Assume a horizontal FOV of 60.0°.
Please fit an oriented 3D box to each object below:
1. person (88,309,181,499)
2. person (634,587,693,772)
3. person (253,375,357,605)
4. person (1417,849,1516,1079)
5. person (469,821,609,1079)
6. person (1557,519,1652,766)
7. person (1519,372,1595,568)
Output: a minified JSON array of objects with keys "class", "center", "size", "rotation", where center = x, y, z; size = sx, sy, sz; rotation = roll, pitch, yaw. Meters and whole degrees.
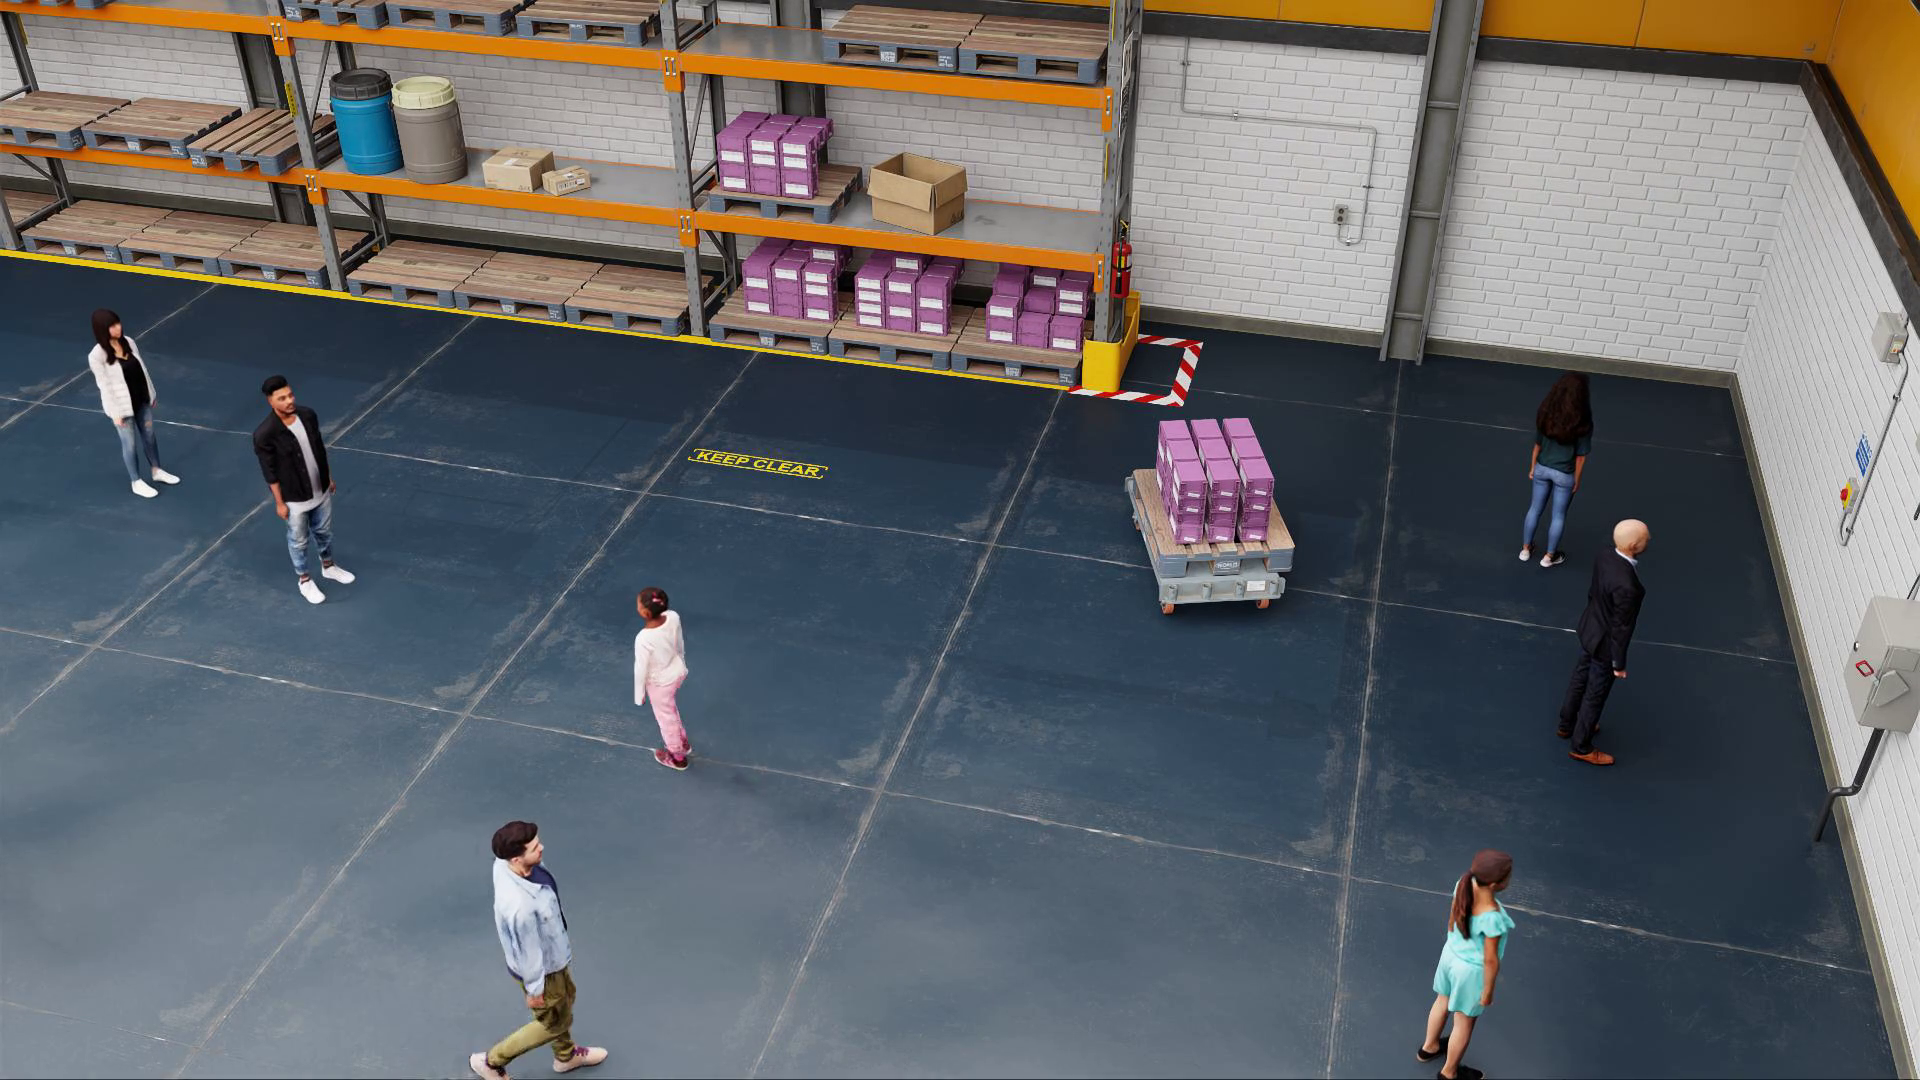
[{"class":"person","center":[-6.786,-1.134,13.546],"size":[0.586,1.638,0.653],"rotation":[14,36,20]},{"class":"person","center":[-1.845,0.898,10.666],"size":[0.595,1.441,0.615],"rotation":[18,38,25]},{"class":"person","center":[-4.892,-0.415,12.304],"size":[0.704,1.815,0.756],"rotation":[19,38,26]},{"class":"person","center":[2.630,2.198,8.605],"size":[0.668,1.558,0.635],"rotation":[-10,35,-15]},{"class":"person","center":[-2.237,2.146,8.469],"size":[1.069,1.795,0.955],"rotation":[-10,35,-14]},{"class":"person","center":[4.161,0.634,10.739],"size":[0.680,1.800,0.735],"rotation":[0,34,0]},{"class":"person","center":[4.539,-0.534,12.663],"size":[0.664,1.615,0.756],"rotation":[26,42,34]}]
